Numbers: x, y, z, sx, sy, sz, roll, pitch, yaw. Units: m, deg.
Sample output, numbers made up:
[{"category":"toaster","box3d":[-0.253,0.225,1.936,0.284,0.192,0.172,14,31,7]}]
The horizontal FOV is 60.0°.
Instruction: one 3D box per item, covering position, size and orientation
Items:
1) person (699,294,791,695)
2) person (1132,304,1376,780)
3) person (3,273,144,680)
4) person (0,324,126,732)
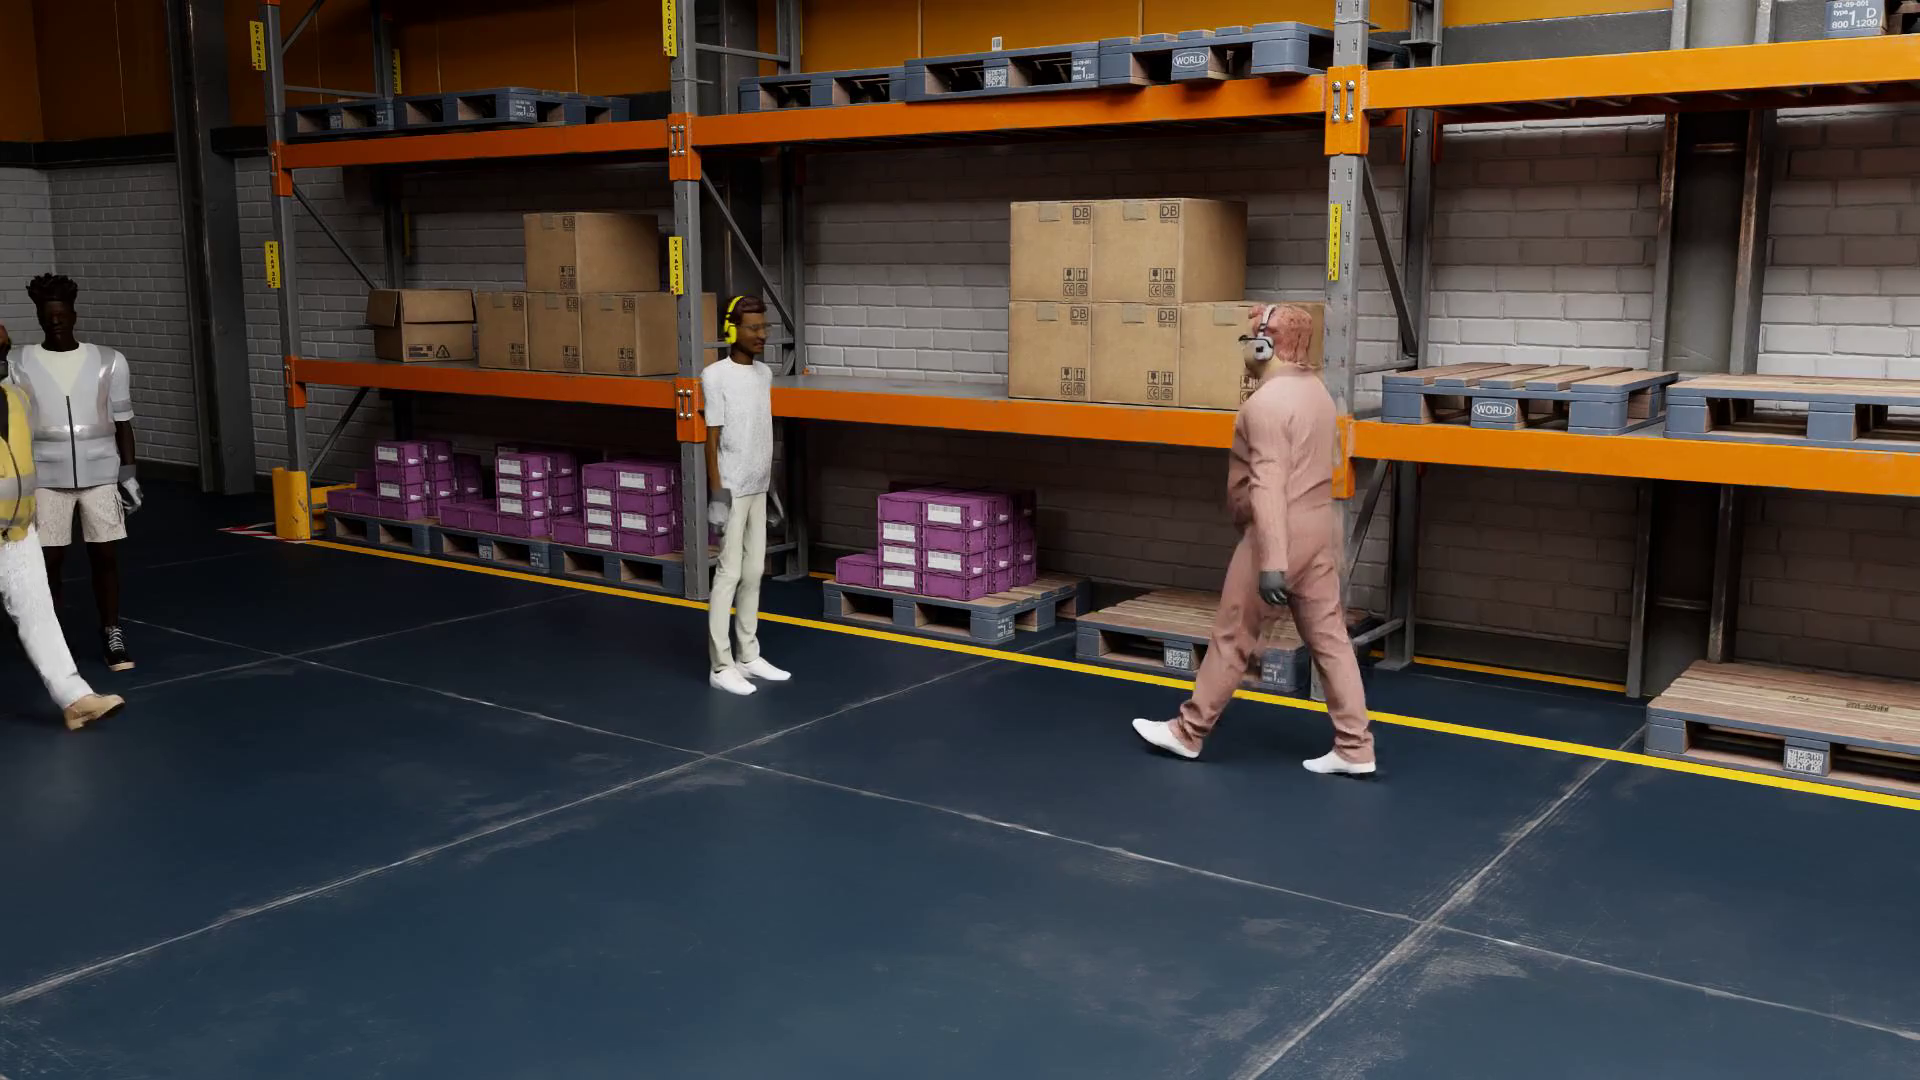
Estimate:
[{"category":"person","box3d":[-1.018,-0.217,7.853,0.312,1.866,0.528,5,11,27]},{"category":"person","box3d":[1.219,0.007,6.563,1.003,1.847,0.667,7,12,36]},{"category":"person","box3d":[-4.331,-0.310,8.105,0.617,1.964,0.361,-6,11,-33]},{"category":"person","box3d":[-4.121,-0.040,7.064,1.006,1.777,0.657,3,10,16]}]
